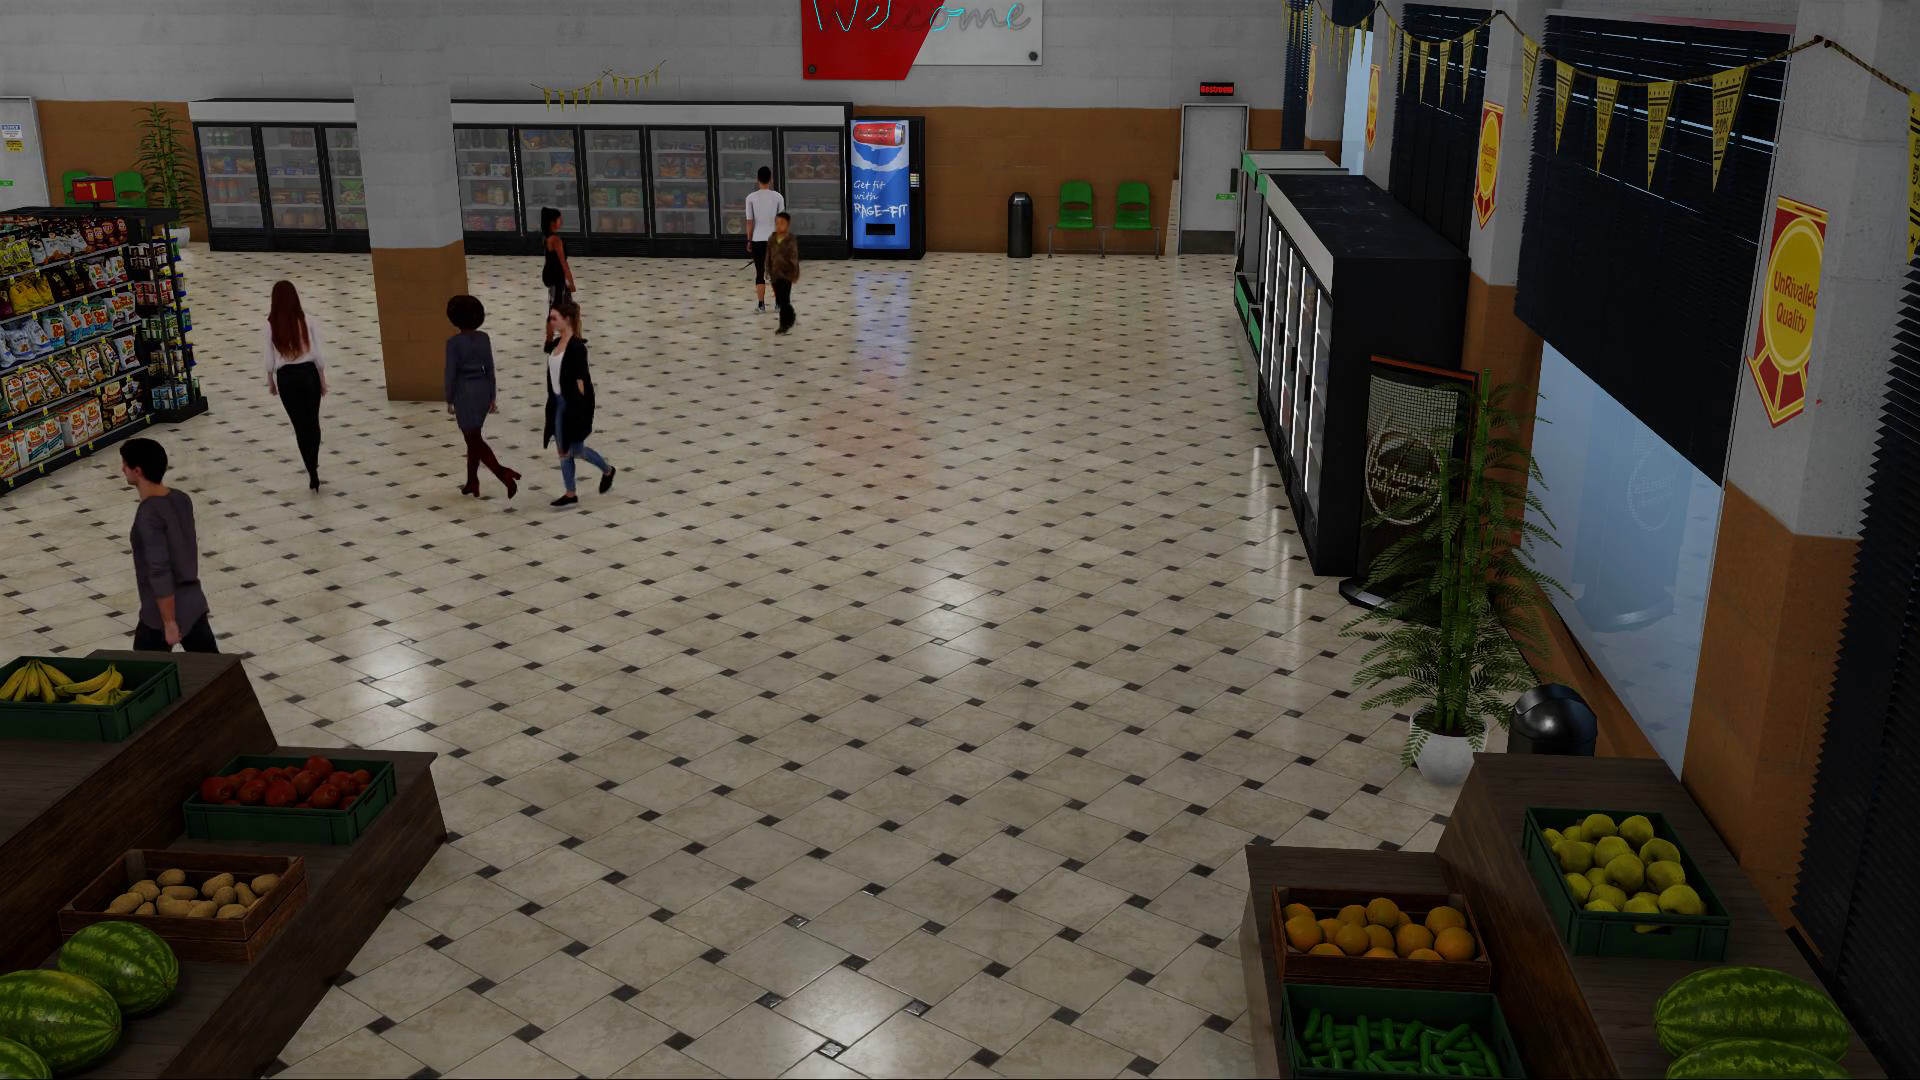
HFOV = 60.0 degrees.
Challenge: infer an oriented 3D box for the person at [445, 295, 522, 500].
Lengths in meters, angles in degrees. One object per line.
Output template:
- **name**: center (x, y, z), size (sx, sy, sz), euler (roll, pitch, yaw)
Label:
- **person**: center (-3.872, -1.092, 13.397), size (1.042, 1.682, 1.075), euler (15, 24, 37)

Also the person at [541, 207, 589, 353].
- **person**: center (-4.692, -2.956, 18.966), size (0.888, 1.656, 0.851), euler (-10, 21, -26)

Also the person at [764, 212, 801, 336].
- **person**: center (-2.124, -3.242, 20.155), size (0.773, 1.438, 1.024), euler (8, 20, 23)

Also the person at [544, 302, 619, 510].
- **person**: center (-3.068, -1.079, 13.378), size (0.912, 1.669, 0.975), euler (17, 25, 41)

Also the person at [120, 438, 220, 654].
- **person**: center (-4.094, 0.377, 8.853), size (0.824, 1.802, 1.115), euler (0, 19, 1)

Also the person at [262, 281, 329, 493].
- **person**: center (-5.452, -1.239, 13.761), size (0.938, 1.728, 1.083), euler (-10, 21, -26)

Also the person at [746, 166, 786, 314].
- **person**: center (-2.480, -3.847, 21.303), size (0.734, 1.851, 0.653), euler (-3, 19, -10)
